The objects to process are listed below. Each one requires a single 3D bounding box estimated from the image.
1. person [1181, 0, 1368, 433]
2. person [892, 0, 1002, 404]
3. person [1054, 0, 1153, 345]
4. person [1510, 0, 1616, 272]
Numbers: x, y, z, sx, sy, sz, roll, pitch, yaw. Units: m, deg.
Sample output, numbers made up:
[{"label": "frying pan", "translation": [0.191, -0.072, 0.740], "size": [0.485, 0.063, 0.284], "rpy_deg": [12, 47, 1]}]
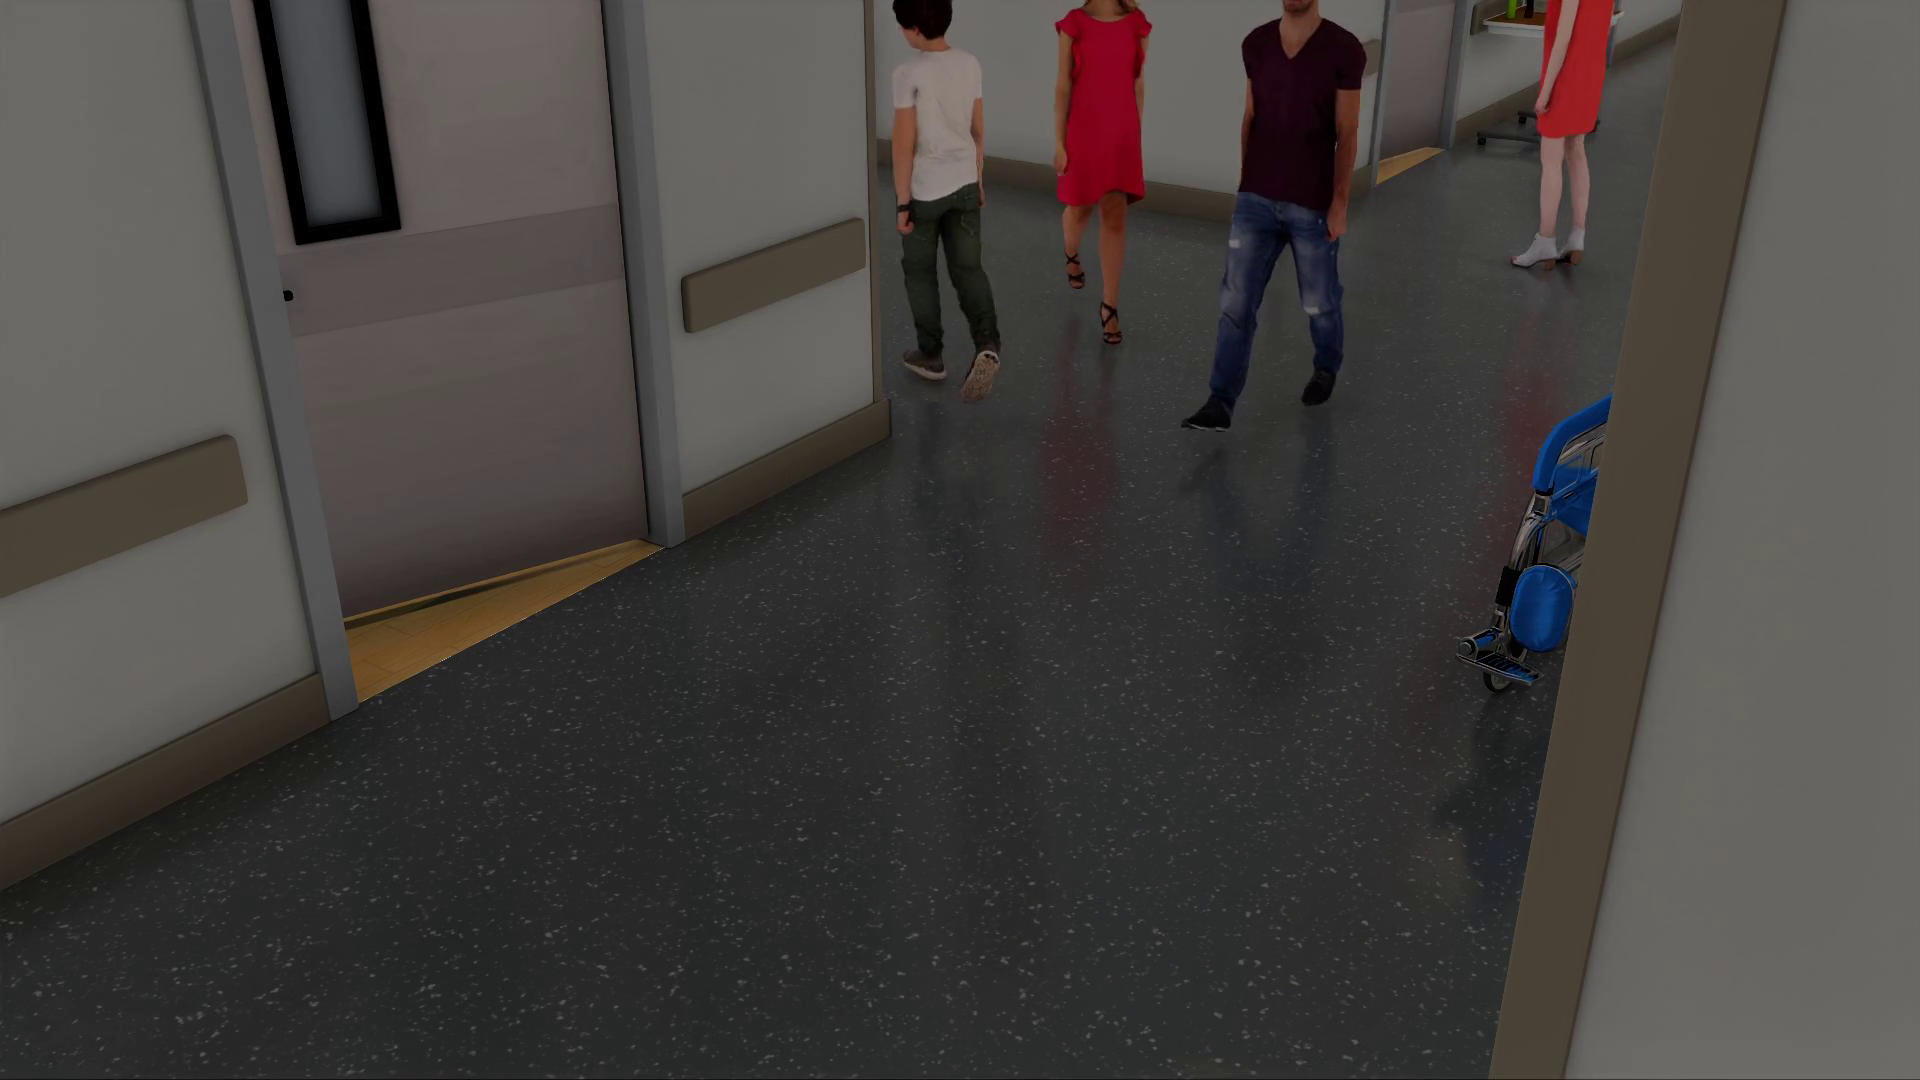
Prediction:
[{"label": "person", "translation": [1.305, -1.311, 6.326], "size": [0.663, 1.804, 1.148], "rpy_deg": [17, 31, 31]}, {"label": "person", "translation": [-0.032, -1.329, 6.570], "size": [1.066, 1.626, 0.955], "rpy_deg": [-13, 29, -25]}, {"label": "person", "translation": [0.601, -1.784, 7.441], "size": [0.989, 1.688, 1.099], "rpy_deg": [-2, 26, -3]}, {"label": "person", "translation": [3.045, -2.249, 8.244], "size": [0.583, 1.828, 0.729], "rpy_deg": [-18, 31, -33]}]
